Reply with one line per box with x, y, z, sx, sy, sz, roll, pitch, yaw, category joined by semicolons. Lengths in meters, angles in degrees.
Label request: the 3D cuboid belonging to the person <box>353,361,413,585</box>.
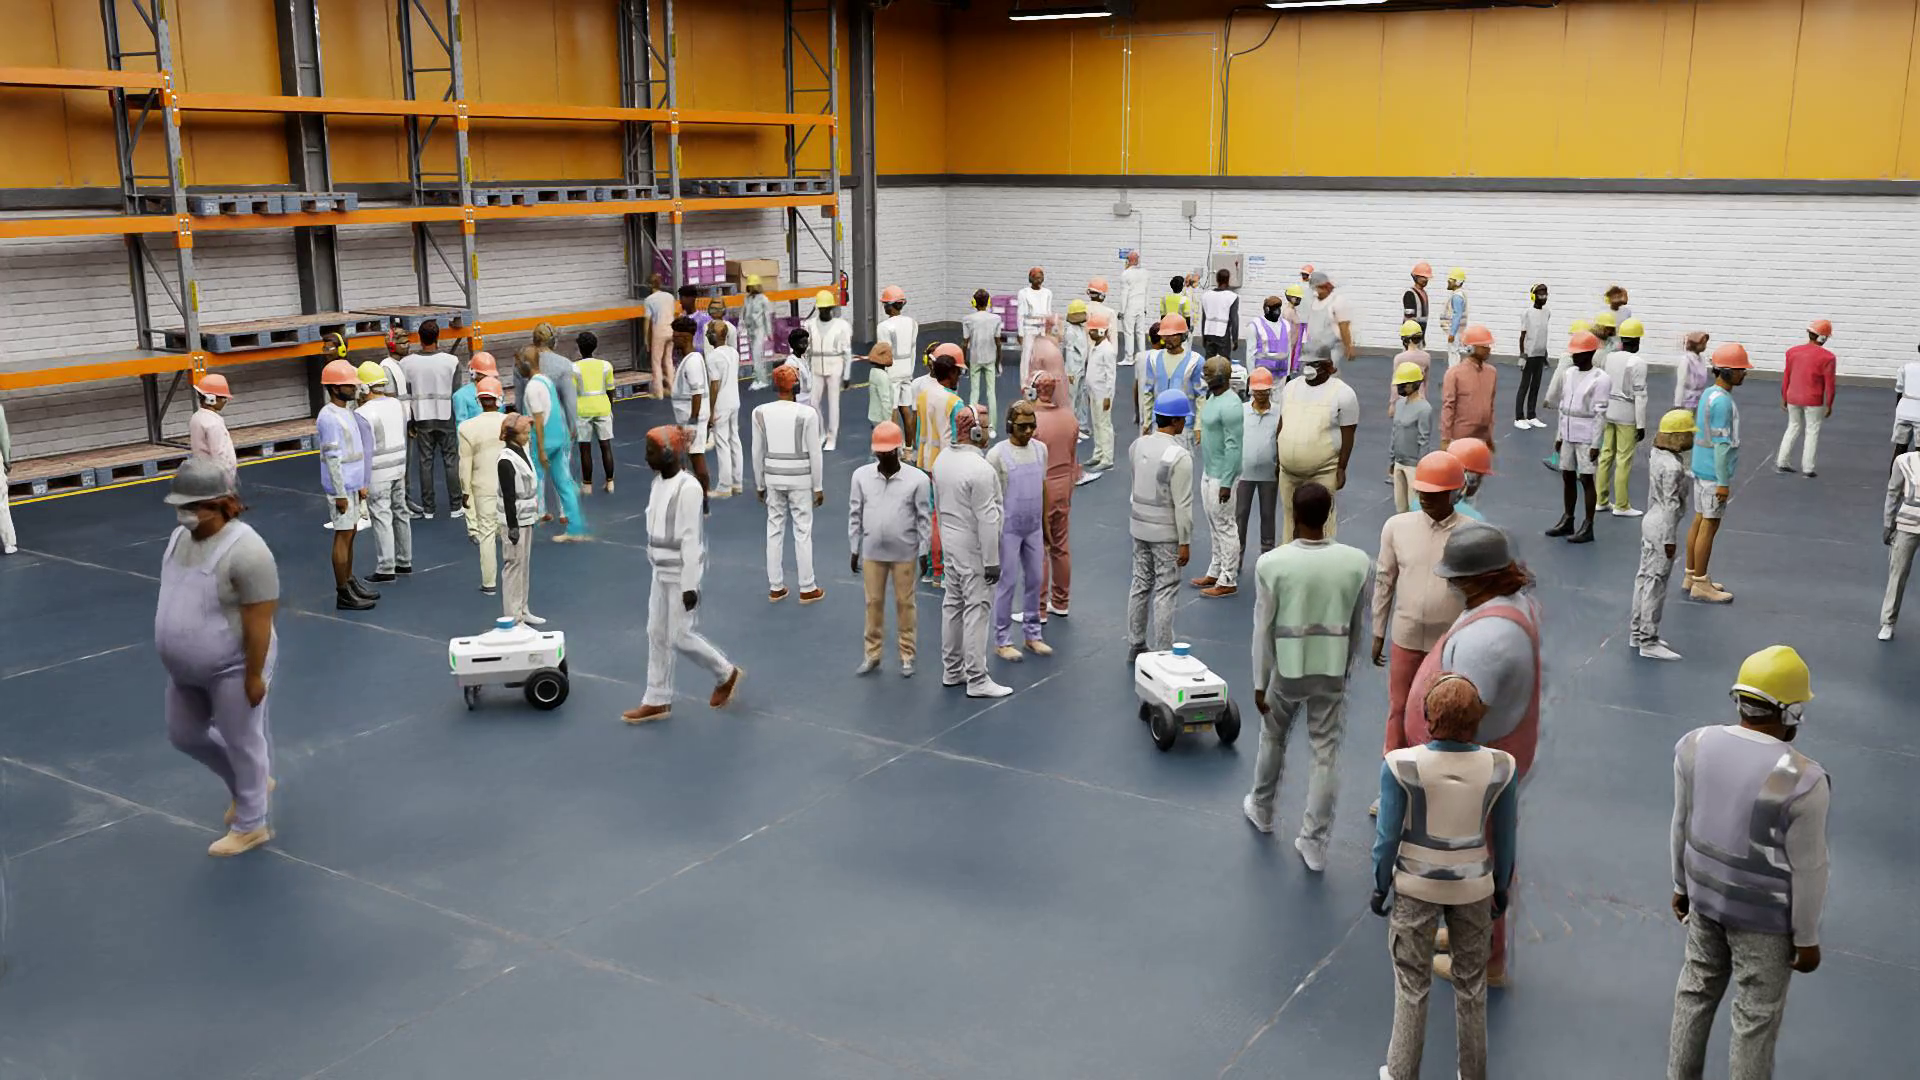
-4.753;-0.542;13.631;0.404;1.826;0.590;4;14;18;person

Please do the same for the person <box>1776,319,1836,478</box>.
9.291;-1.554;18.213;0.354;1.739;0.573;-8;15;-33;person

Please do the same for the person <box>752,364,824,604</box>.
-1.336;-0.432;13.024;0.572;1.883;0.354;4;14;17;person

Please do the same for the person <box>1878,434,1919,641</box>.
6.921;-0.062;11.953;0.522;1.640;0.305;6;14;23;person

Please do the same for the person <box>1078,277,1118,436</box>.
1.693;-2.272;20.760;0.618;1.993;0.396;8;15;32;person

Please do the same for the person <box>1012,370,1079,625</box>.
0.602;-0.318;12.481;0.399;1.909;0.643;12;18;42;person

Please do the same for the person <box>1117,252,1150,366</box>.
2.883;-3.882;27.945;0.652;1.902;0.402;-10;17;-38;person

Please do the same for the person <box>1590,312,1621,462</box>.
7.328;-1.756;19.090;0.500;1.726;0.373;-1;13;-6;person

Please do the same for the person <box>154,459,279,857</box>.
-3.708;0.580;8.289;0.705;2.000;0.535;7;15;29;person

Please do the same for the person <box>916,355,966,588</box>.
-0.136;-0.567;13.536;0.381;1.916;0.596;-9;16;-36;person

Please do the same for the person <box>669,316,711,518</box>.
-2.605;-1.189;16.125;0.369;1.965;0.608;-3;13;-12;person

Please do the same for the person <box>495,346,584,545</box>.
-3.873;-0.842;14.966;0.957;1.795;0.525;2;13;8;person

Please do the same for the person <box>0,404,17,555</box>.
-8.548;-0.649;14.498;0.512;1.641;0.309;-10;16;-36;person

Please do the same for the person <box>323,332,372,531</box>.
-5.768;-1.011;15.563;0.519;1.874;0.331;8;15;32;person

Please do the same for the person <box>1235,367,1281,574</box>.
2.492;-0.574;13.926;0.563;1.752;0.328;2;13;7;person

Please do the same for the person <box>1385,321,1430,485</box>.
4.781;-1.458;17.754;0.518;1.757;0.339;-9;16;-33;person

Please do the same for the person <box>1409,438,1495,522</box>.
2.714;0.406;9.230;0.509;1.964;0.626;-7;14;-26;person

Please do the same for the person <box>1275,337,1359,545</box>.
2.847;-0.637;13.571;0.674;2.000;0.535;10;16;38;person

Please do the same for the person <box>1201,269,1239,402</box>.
3.669;-2.885;23.627;0.590;1.908;0.408;11;17;40;person

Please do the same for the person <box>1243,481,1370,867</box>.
1.724;0.630;8.409;0.586;1.881;0.869;0;13;-1;person

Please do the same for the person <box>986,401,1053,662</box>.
0.409;-0.064;11.548;0.519;1.834;0.354;-9;16;-34;person

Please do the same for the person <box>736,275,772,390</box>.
-3.143;-3.123;25.048;0.493;1.716;0.727;9;16;34;person

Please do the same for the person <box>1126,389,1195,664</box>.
1.375;-0.058;11.285;0.414;1.941;0.607;-8;15;-31;person

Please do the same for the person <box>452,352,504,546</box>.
-4.297;-0.832;15.063;0.337;1.743;0.563;8;15;32;person

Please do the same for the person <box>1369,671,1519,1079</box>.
1.767;1.287;6.104;0.523;1.638;0.311;0;13;1;person

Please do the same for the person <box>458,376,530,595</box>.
-3.726;-0.438;13.339;0.573;1.747;0.337;-6;14;-25;person

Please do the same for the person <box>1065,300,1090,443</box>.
1.443;-2.080;20.473;0.294;1.745;0.493;5;14;22;person

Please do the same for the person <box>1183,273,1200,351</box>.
3.666;-3.435;26.590;0.308;1.639;0.510;1;13;4;person

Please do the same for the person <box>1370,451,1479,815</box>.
2.456;0.512;8.689;0.622;1.990;0.388;6;14;24;person

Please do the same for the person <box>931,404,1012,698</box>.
0.086;0.070;10.799;0.409;1.909;0.640;-7;15;-29;person

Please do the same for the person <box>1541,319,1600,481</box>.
6.645;-1.538;18.170;0.534;1.727;0.847;-7;15;-28;person

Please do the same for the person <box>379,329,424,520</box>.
-5.429;-1.124;16.110;0.390;1.846;0.565;-1;13;-4;person

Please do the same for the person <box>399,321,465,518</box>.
-5.078;-1.156;16.090;0.593;1.920;0.391;-2;13;-8;person

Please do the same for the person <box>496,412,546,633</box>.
-3.247;-0.127;12.234;0.308;1.640;0.523;0;13;-2;person

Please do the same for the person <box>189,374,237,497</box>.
-6.026;-0.478;13.529;0.337;1.742;0.570;-10;17;-38;person

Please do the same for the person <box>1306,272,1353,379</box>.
4.851;-2.587;22.025;0.877;2.000;0.771;-7;15;-27;person

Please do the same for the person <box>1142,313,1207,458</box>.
1.991;-1.110;15.614;0.613;2.041;0.393;7;15;29;person

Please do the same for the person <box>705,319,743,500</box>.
-2.434;-1.334;17.019;0.348;1.846;0.506;6;14;25;person

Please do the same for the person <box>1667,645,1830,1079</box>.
2.758;1.259;5.834;0.403;1.824;0.594;-6;14;-24;person
